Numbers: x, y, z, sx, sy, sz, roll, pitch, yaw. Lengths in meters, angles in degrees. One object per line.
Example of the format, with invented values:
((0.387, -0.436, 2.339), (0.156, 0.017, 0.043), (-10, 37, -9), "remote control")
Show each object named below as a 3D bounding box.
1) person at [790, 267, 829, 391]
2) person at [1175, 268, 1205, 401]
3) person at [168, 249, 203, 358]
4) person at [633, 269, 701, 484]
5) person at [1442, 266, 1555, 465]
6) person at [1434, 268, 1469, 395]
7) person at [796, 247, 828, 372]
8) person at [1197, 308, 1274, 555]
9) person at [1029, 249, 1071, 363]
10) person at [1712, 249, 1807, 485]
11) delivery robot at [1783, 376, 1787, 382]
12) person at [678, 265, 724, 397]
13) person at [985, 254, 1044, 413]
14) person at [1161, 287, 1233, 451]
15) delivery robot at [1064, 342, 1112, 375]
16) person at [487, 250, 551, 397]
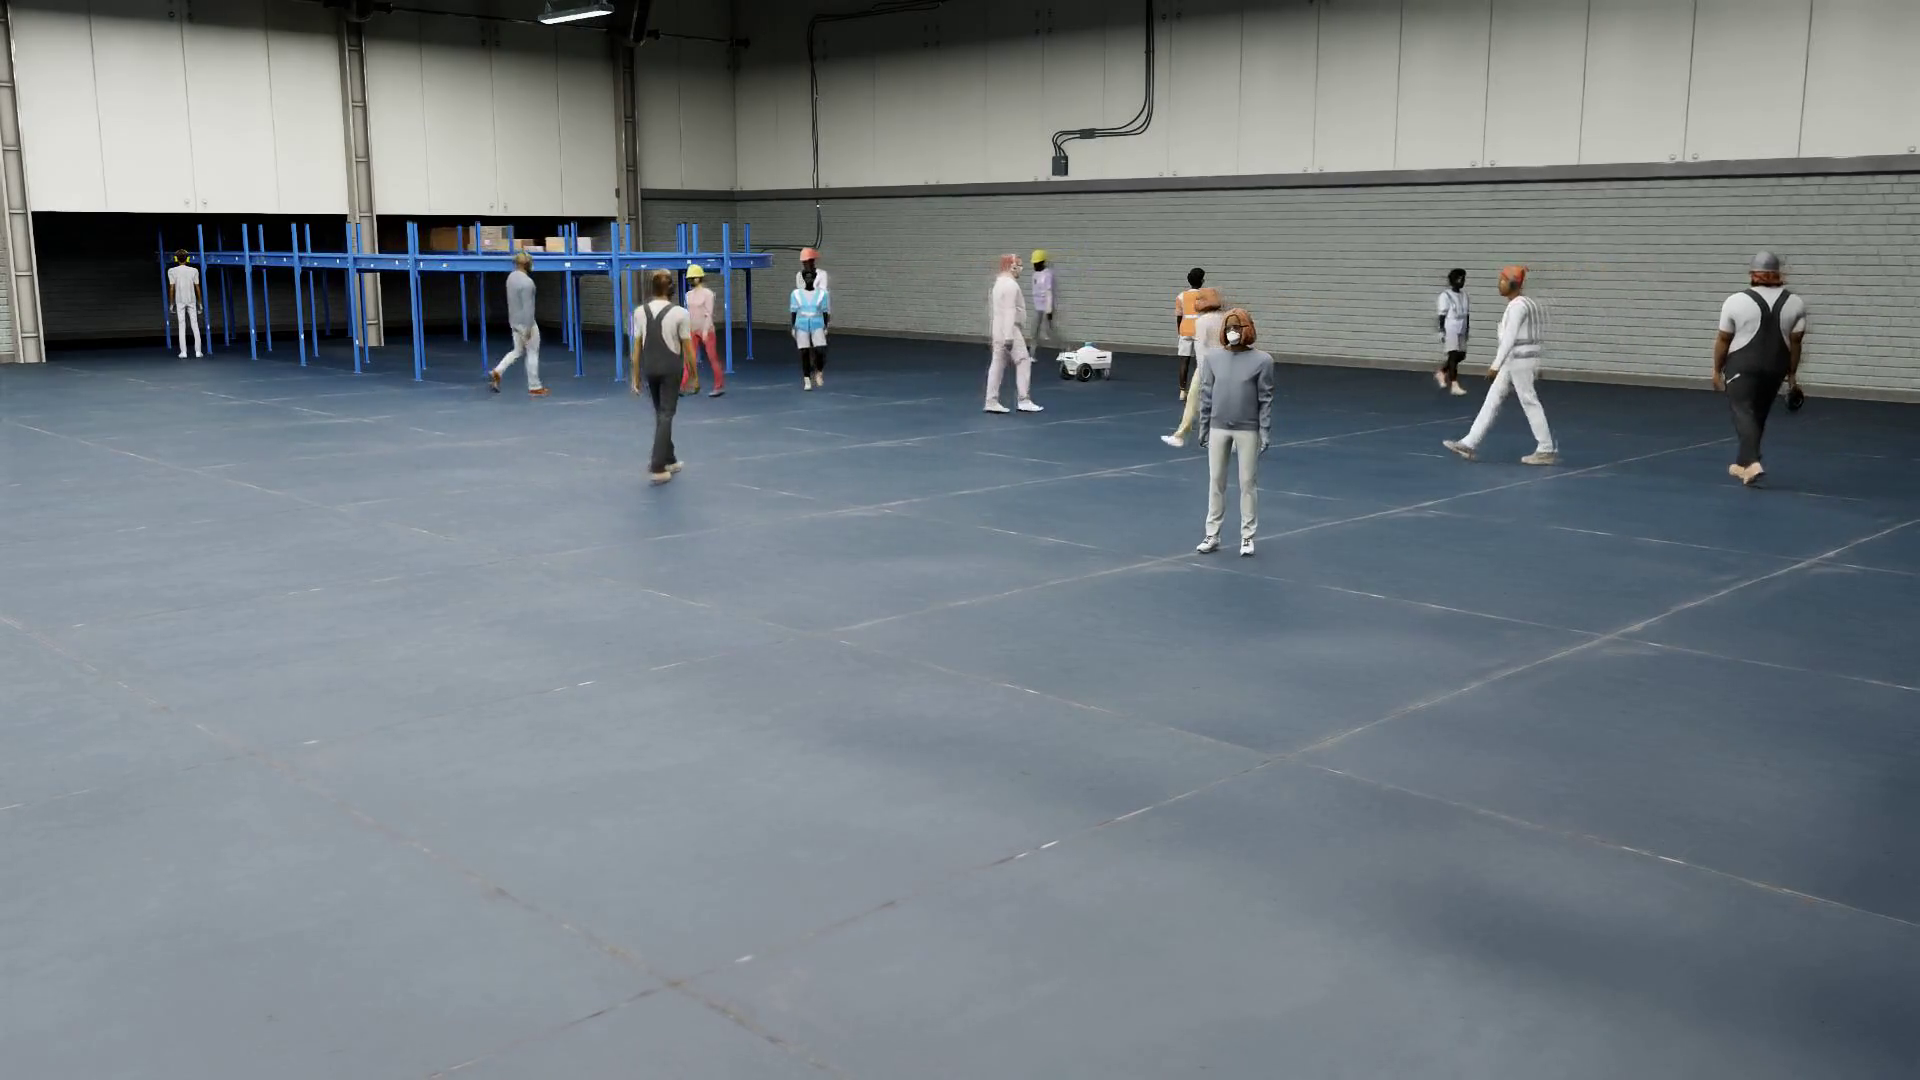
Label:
((-2.060, -2.885, 22.752), (0.537, 1.687, 0.373), (-1, 10, -3), "person")
((3.007, -2.628, 21.295), (0.532, 1.697, 0.320), (7, 13, 35), "person")
((-13.462, -4.111, 28.912), (0.532, 1.870, 0.315), (-6, 12, -30), "person")
((-2.497, -1.426, 14.413), (0.523, 1.810, 0.836), (3, 11, 17), "person")
((5.088, -1.618, 15.467), (1.028, 1.820, 0.576), (2, 11, 11), "person")
((6.601, -2.801, 22.283), (0.545, 1.683, 0.664), (-6, 12, -31), "person")
((-2.315, -3.575, 25.840), (0.566, 1.920, 0.415), (5, 11, 25), "person")
((1.826, -0.721, 11.071), (0.498, 1.634, 0.281), (5, 11, 24), "person")
((1.448, -3.888, 27.678), (0.810, 1.885, 0.587), (-6, 12, -31), "person")
((6.839, -1.491, 14.275), (0.686, 2.000, 0.979), (1, 10, 3), "person")
((9.855, -2.024, 20.273), (0.698, 0.223, 0.335), (-5, 11, -23), "delivery robot")
((-3.430, -2.709, 21.680), (0.527, 1.721, 0.903), (7, 12, 33), "person")
((0.668, -2.447, 19.795), (0.818, 1.877, 0.669), (-2, 11, -13), "person")
((2.376, -1.673, 16.362), (0.814, 1.594, 0.521), (9, 14, 41), "person")
((1.886, -2.665, 24.478), (0.707, 0.478, 0.477), (-7, 13, -34), "delivery robot")
((-5.785, -2.824, 21.775), (0.750, 1.922, 0.642), (-9, 14, -40), "person")
